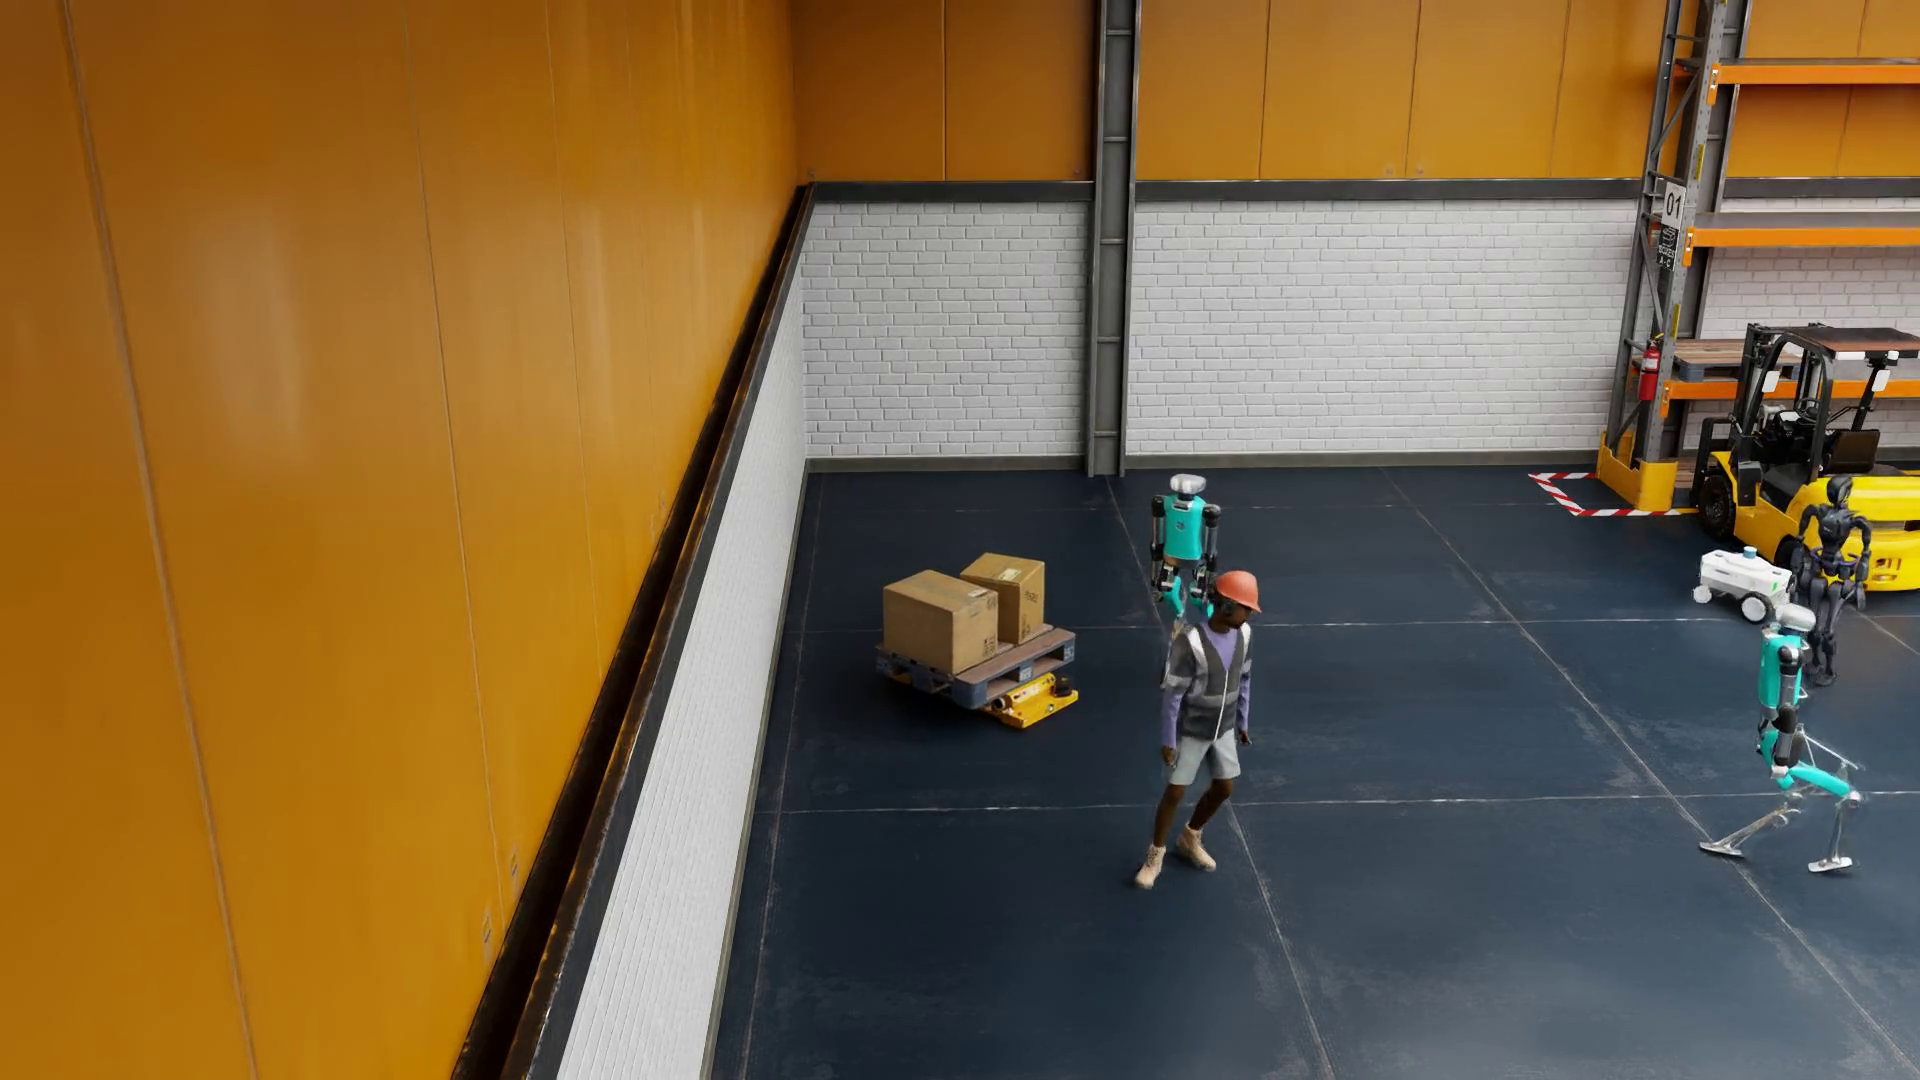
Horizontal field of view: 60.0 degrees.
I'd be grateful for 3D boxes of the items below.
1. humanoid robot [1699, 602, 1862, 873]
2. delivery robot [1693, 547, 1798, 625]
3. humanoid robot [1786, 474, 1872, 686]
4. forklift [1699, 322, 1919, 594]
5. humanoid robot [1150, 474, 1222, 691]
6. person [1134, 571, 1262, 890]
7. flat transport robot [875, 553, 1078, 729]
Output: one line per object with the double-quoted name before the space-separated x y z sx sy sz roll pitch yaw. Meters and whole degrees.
"humanoid robot" 5.209 1.250 10.123 1.025 1.782 0.537 4 21 12
"delivery robot" 6.710 0.368 14.162 0.499 0.609 0.794 -15 25 -34
"humanoid robot" 6.662 0.284 12.750 0.339 1.648 0.608 -16 25 -36
"forklift" 7.809 -0.792 14.926 1.214 2.155 2.313 -1 20 -2
"humanoid robot" 1.755 0.288 12.588 0.537 1.754 0.668 11 23 27
"person" 1.402 1.141 10.000 0.838 1.988 0.394 -9 22 -24
"flat transport robot" 0.135 1.054 12.694 1.431 0.231 0.659 17 26 39
